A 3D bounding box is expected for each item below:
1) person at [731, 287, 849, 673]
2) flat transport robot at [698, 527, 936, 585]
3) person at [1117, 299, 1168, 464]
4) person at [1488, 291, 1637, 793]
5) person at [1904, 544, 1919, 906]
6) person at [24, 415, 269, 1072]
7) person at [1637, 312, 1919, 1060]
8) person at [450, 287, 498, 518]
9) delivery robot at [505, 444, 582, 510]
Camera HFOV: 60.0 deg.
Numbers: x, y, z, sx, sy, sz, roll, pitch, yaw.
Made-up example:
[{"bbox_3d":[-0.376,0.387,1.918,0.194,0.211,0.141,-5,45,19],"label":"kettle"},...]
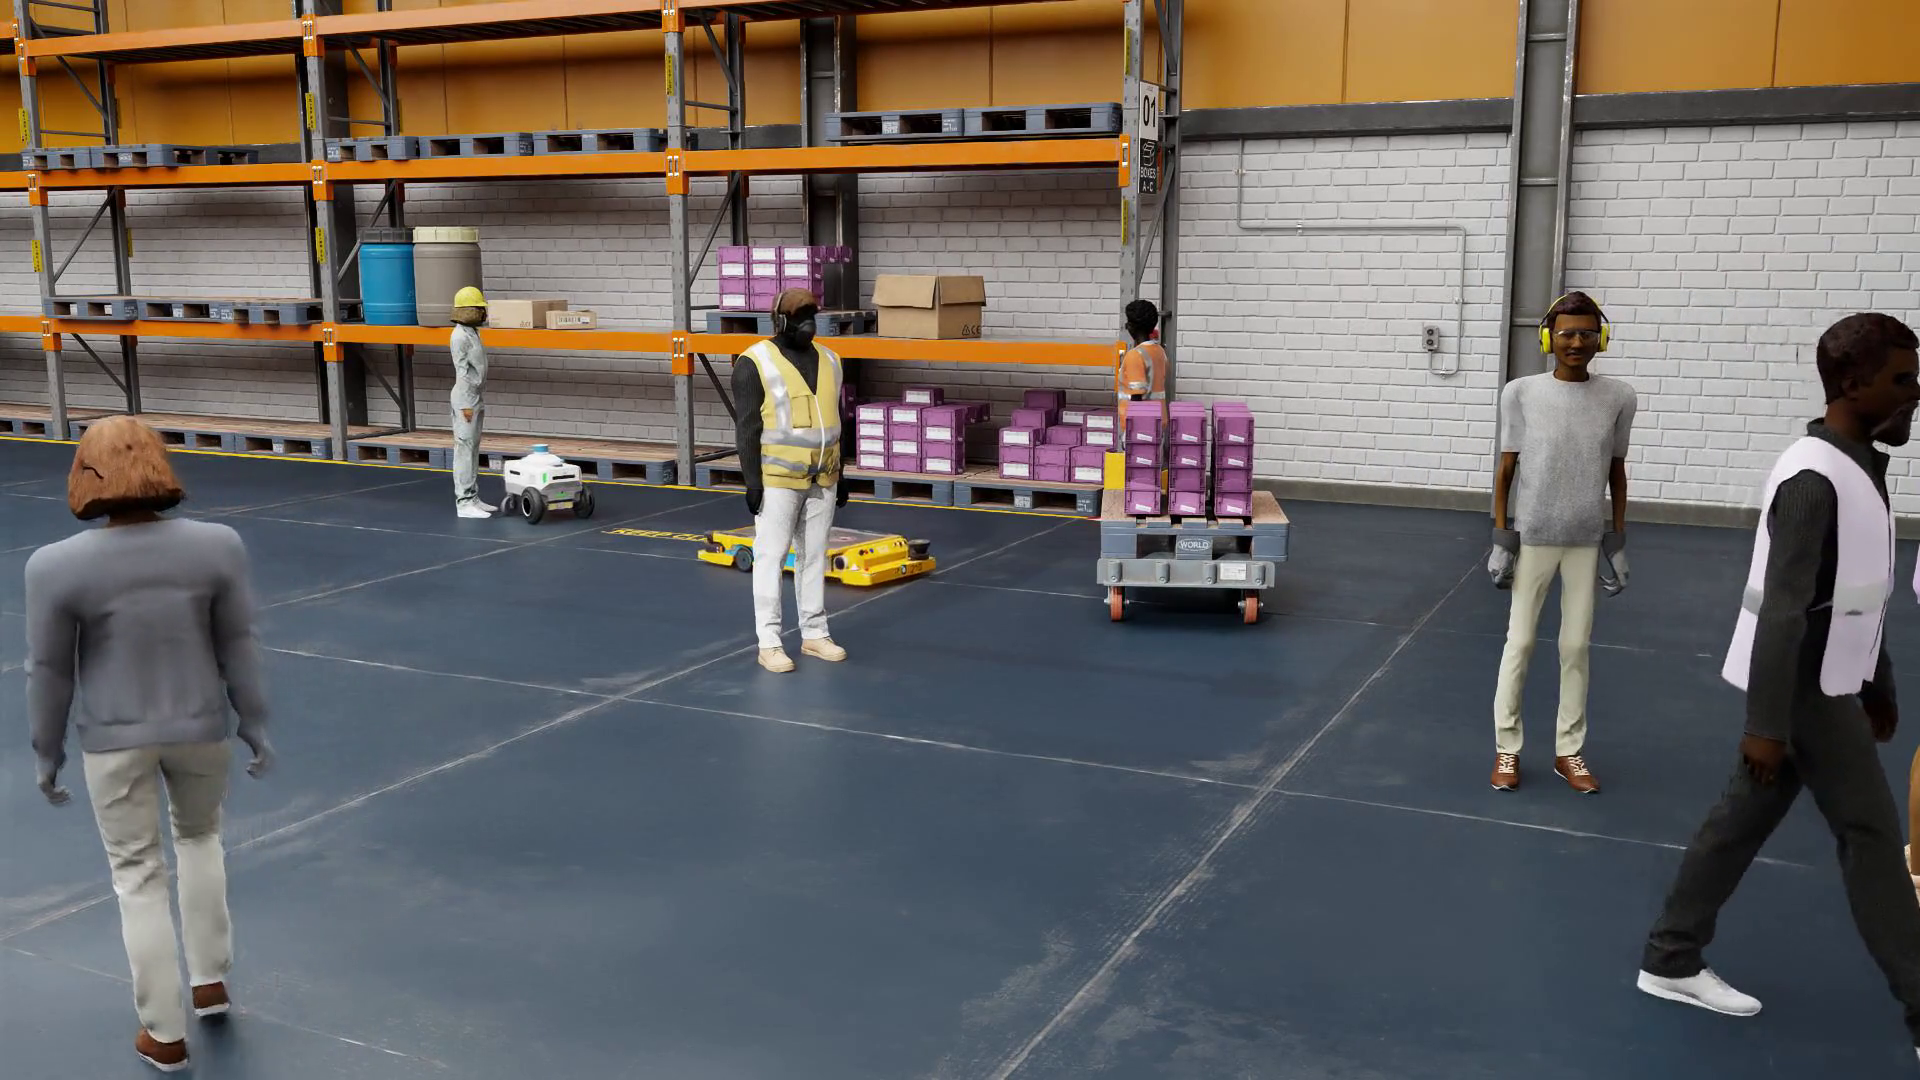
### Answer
[{"bbox_3d":[-0.789,-0.297,8.077,0.626,1.846,0.429,-9,13,-42],"label":"person"},{"bbox_3d":[-0.915,0.065,10.503,1.431,0.197,0.652,7,12,36],"label":"flat transport robot"},{"bbox_3d":[1.203,-0.743,11.042,0.316,1.697,0.542,5,11,25],"label":"person"},{"bbox_3d":[2.239,0.016,6.209,0.507,1.872,0.329,1,10,6],"label":"person"},{"bbox_3d":[2.991,0.167,4.849,0.373,2.044,0.608,6,12,31],"label":"person"},{"bbox_3d":[-2.030,0.495,4.161,0.530,1.617,0.460,-8,12,-37],"label":"person"},{"bbox_3d":[2.230,0.374,4.160,0.987,1.862,0.614,7,12,34],"label":"person"},{"bbox_3d":[-3.708,-1.048,12.661,0.308,1.744,0.485,0,10,-3],"label":"person"},{"bbox_3d":[-3.148,-0.480,12.545,0.477,0.478,0.707,-8,13,-39],"label":"delivery robot"}]
